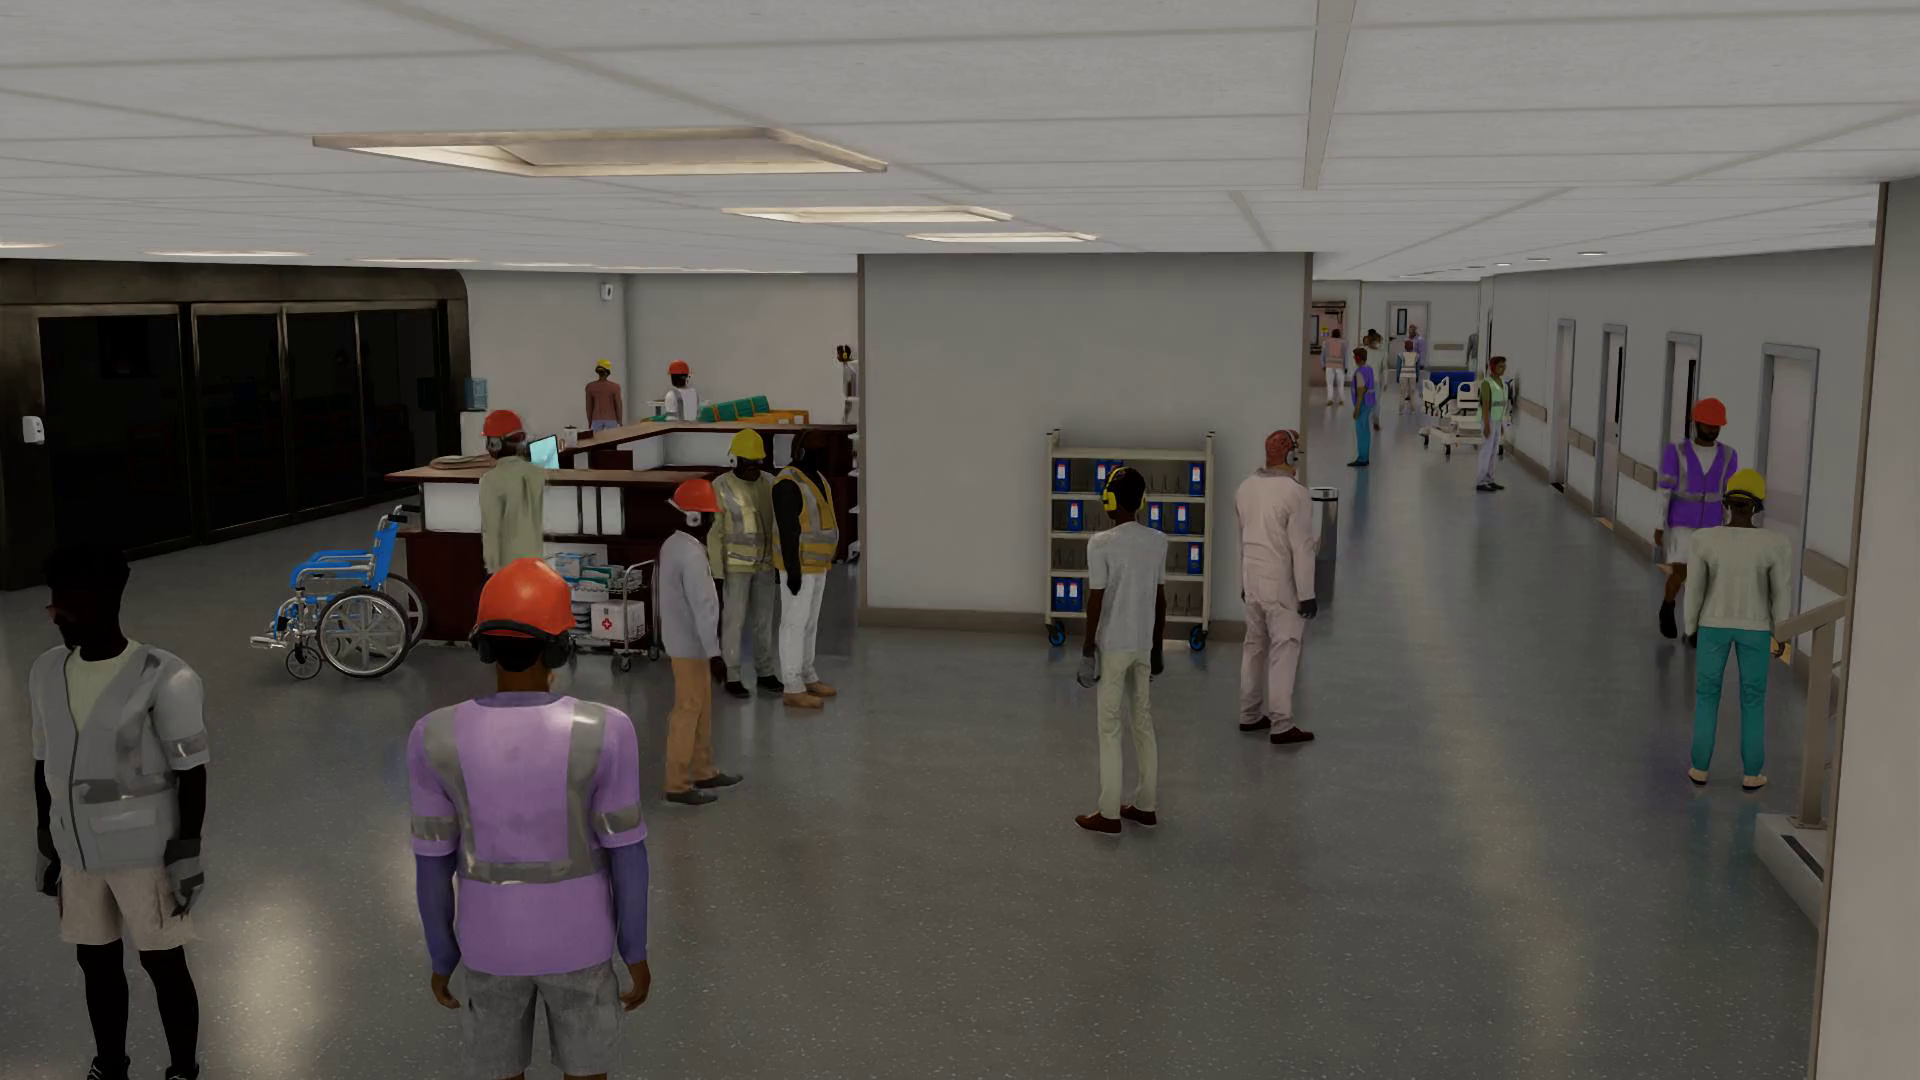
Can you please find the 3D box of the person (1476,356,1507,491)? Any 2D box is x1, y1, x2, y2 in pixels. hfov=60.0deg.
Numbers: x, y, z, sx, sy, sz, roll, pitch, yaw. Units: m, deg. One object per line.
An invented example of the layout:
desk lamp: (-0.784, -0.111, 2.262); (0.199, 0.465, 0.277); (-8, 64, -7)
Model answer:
person: (7.247, -1.593, 22.700); (0.371, 1.843, 0.569); (7, 11, 38)

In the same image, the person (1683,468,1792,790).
person: (4.262, 0.488, 9.150); (0.533, 1.767, 0.312); (4, 10, 27)

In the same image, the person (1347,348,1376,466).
person: (6.251, -2.061, 25.829); (0.395, 1.839, 0.564); (5, 10, 28)

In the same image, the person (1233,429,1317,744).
person: (1.943, 0.275, 10.146); (0.398, 1.900, 0.652); (-4, 10, -26)

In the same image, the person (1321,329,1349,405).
person: (8.899, -4.103, 39.510); (0.651, 1.811, 0.554); (2, 9, 13)

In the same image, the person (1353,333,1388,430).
person: (7.950, -3.066, 32.327); (0.690, 1.903, 0.538); (0, 9, -2)

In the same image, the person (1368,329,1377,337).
person: (10.980, -4.773, 44.287); (0.317, 1.696, 0.540); (2, 9, 11)

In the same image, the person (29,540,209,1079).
person: (-2.690, 0.968, 5.303); (0.613, 1.963, 0.361); (2, 9, 14)

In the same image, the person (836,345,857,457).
person: (-1.797, -2.265, 27.189); (0.432, 1.844, 0.517); (-2, 9, -11)

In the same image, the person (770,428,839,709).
person: (-1.013, 0.176, 11.001); (0.430, 1.837, 0.624); (2, 9, 15)

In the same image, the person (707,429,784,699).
person: (-1.427, 0.155, 11.201); (0.600, 1.821, 0.406); (-8, 12, -42)

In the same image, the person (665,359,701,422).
person: (-3.258, -1.200, 19.904); (0.799, 1.916, 0.547); (5, 10, 32)

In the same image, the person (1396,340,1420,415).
person: (9.816, -3.555, 36.433); (0.509, 1.629, 0.315); (0, 9, 0)

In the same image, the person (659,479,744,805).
person: (-1.350, 0.541, 8.899); (0.553, 1.737, 0.601); (-3, 9, -19)

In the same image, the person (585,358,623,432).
person: (-5.041, -1.690, 23.612); (0.525, 1.769, 0.316); (0, 9, 2)

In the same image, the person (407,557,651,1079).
person: (-1.123, 1.062, 4.424); (0.605, 2.045, 0.380); (0, 9, -2)

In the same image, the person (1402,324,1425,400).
person: (11.192, -4.376, 41.033); (0.504, 1.894, 0.659); (-4, 10, -26)

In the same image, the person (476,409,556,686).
person: (-2.852, 0.144, 10.726); (0.534, 1.977, 0.621); (4, 9, 25)

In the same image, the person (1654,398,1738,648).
person: (5.612, -0.124, 12.682); (0.583, 1.925, 0.493); (1, 9, 4)

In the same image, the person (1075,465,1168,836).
person: (0.818, 0.557, 8.395); (0.510, 1.861, 0.324); (-6, 10, -35)
